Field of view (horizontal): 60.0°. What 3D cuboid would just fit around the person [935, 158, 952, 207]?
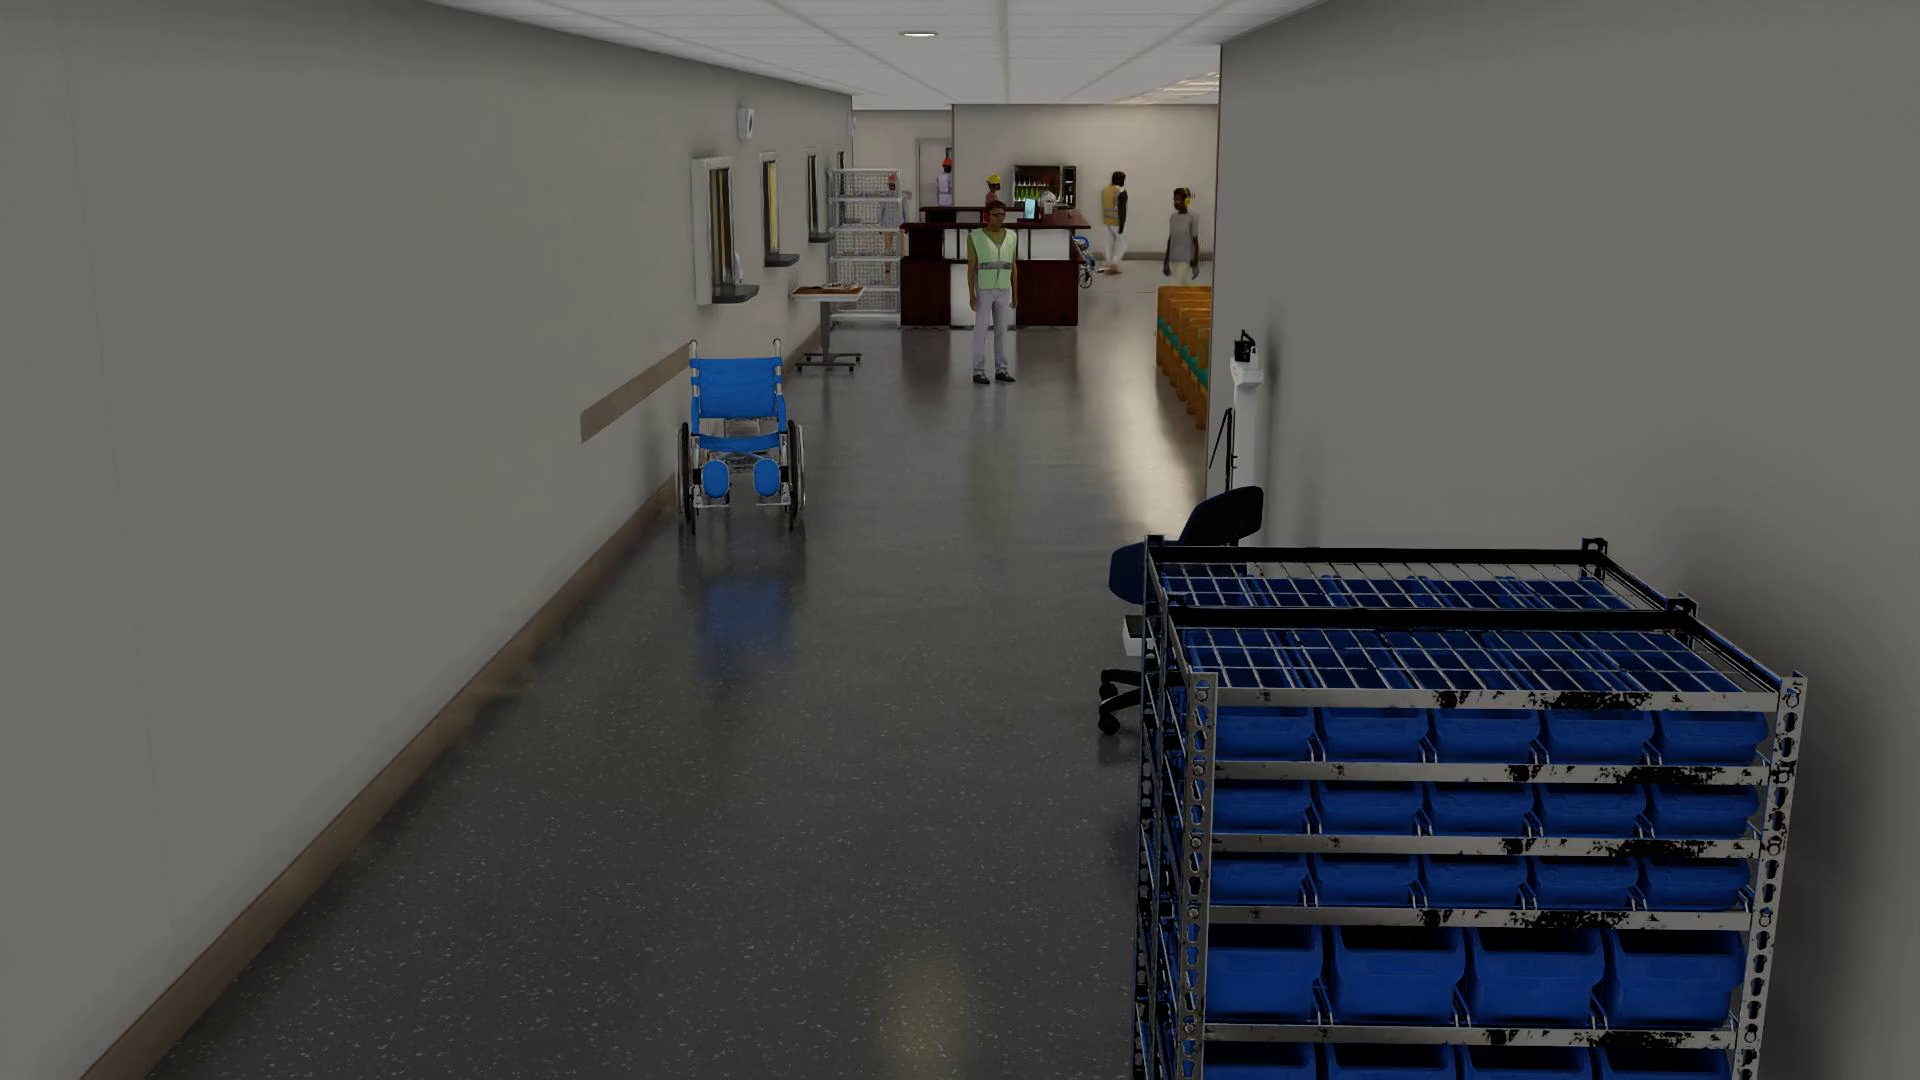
[{"bbox_3d":[-0.269,-7.323,36.161,0.542,1.937,0.360,10,17,35],"label":"person"}]

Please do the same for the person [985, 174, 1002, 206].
[{"bbox_3d":[0.585,-5.509,29.154,0.316,1.769,0.523,-3,14,-12],"label":"person"}]

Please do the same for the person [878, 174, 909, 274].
[{"bbox_3d":[-1.181,-5.632,29.670,0.561,1.753,0.332,1,14,3],"label":"person"}]

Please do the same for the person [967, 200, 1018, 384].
[{"bbox_3d":[0.321,-2.507,16.829,0.562,1.838,0.388,-7,16,-27],"label":"person"}]

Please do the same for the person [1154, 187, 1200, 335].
[{"bbox_3d":[2.815,-3.501,20.872,0.888,1.840,0.524,-9,16,-32],"label":"person"}]

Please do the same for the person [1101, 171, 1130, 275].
[{"bbox_3d":[2.752,-5.597,29.407,0.453,1.824,0.624,-10,17,-36],"label":"person"}]
